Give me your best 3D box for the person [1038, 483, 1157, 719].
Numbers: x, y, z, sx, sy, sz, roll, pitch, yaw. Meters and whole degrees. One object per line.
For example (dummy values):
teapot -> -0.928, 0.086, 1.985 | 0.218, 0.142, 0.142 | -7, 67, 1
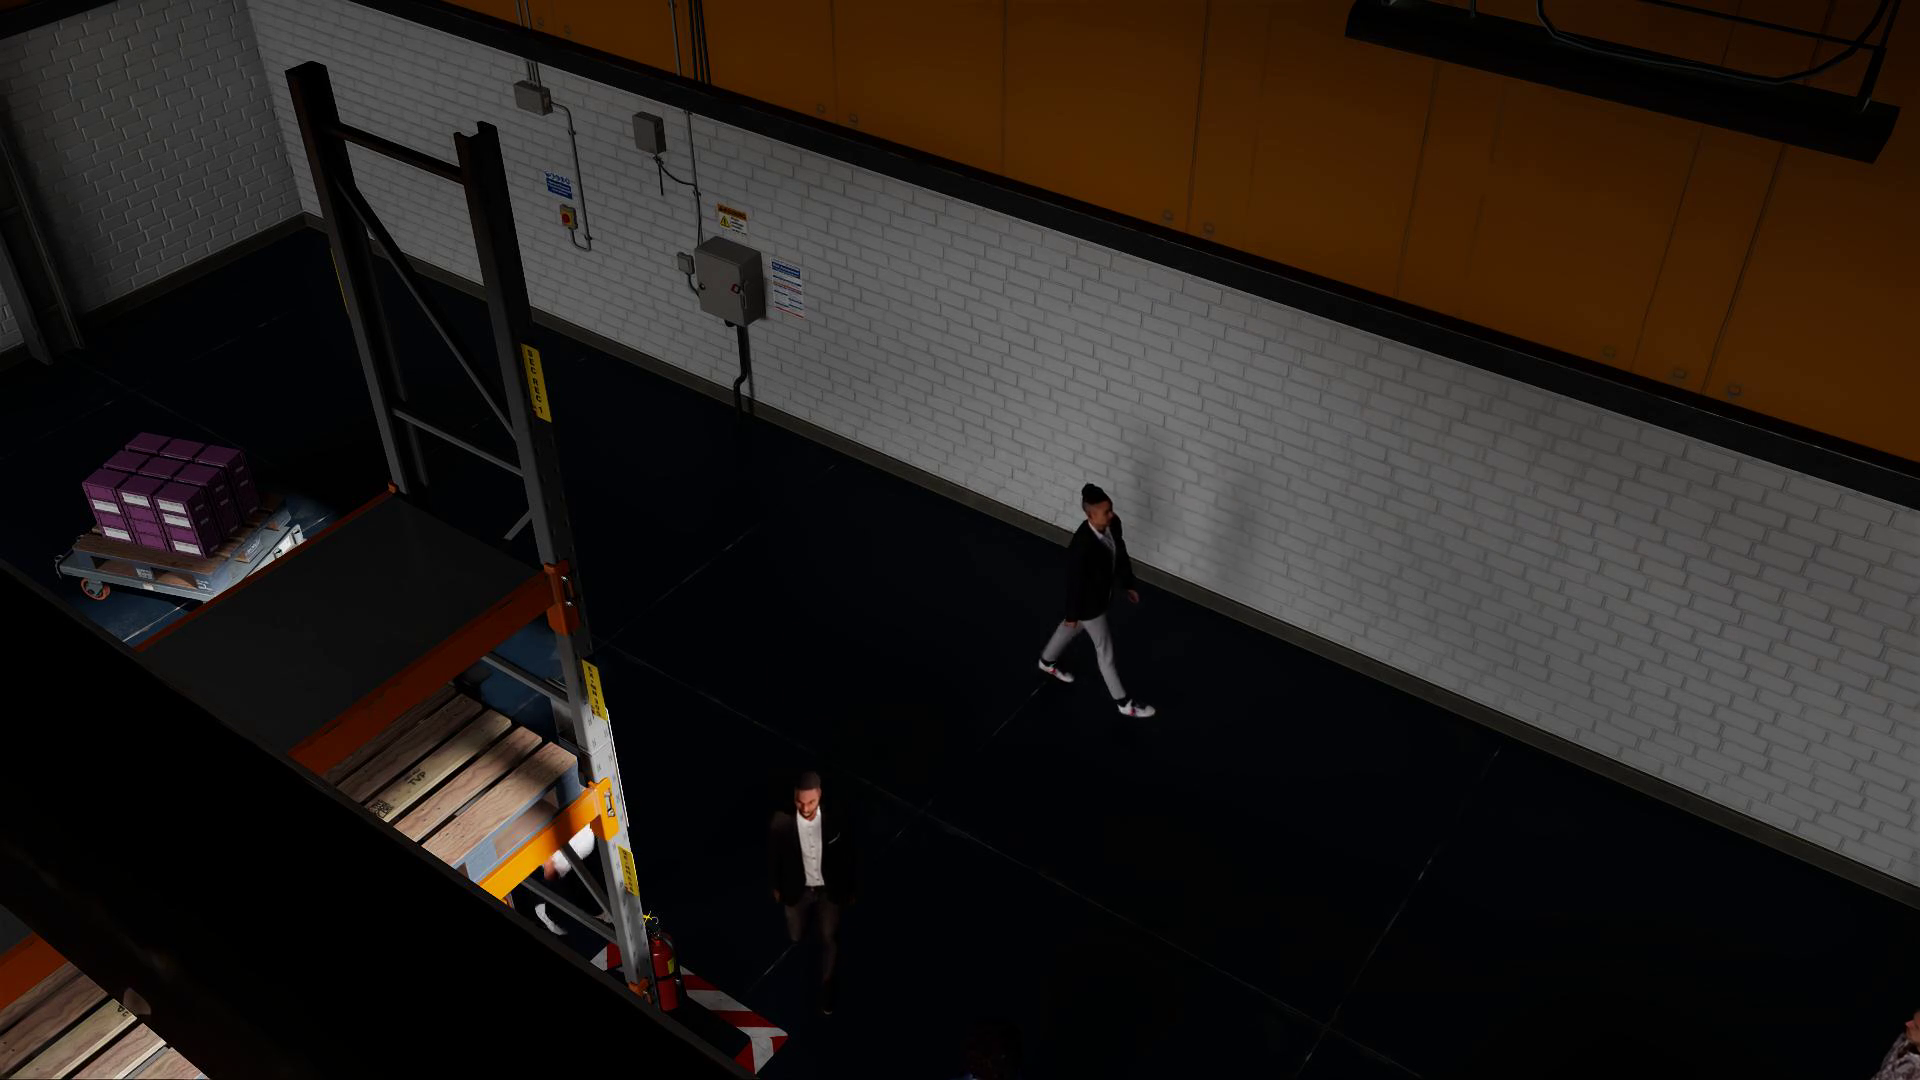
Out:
person -> 0.839, 0.350, 11.595 | 0.853, 1.896, 1.190 | 19, 42, 22

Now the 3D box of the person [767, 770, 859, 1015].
person -> -0.849, 1.948, 9.683 | 0.985, 1.785, 1.067 | -4, 39, -5

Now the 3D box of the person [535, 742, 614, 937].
person -> -2.392, 1.797, 9.962 | 0.878, 1.674, 0.816 | 4, 39, 5

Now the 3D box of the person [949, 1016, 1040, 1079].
person -> 0.156, 3.083, 8.257 | 0.880, 1.792, 0.940 | -5, 39, -6
